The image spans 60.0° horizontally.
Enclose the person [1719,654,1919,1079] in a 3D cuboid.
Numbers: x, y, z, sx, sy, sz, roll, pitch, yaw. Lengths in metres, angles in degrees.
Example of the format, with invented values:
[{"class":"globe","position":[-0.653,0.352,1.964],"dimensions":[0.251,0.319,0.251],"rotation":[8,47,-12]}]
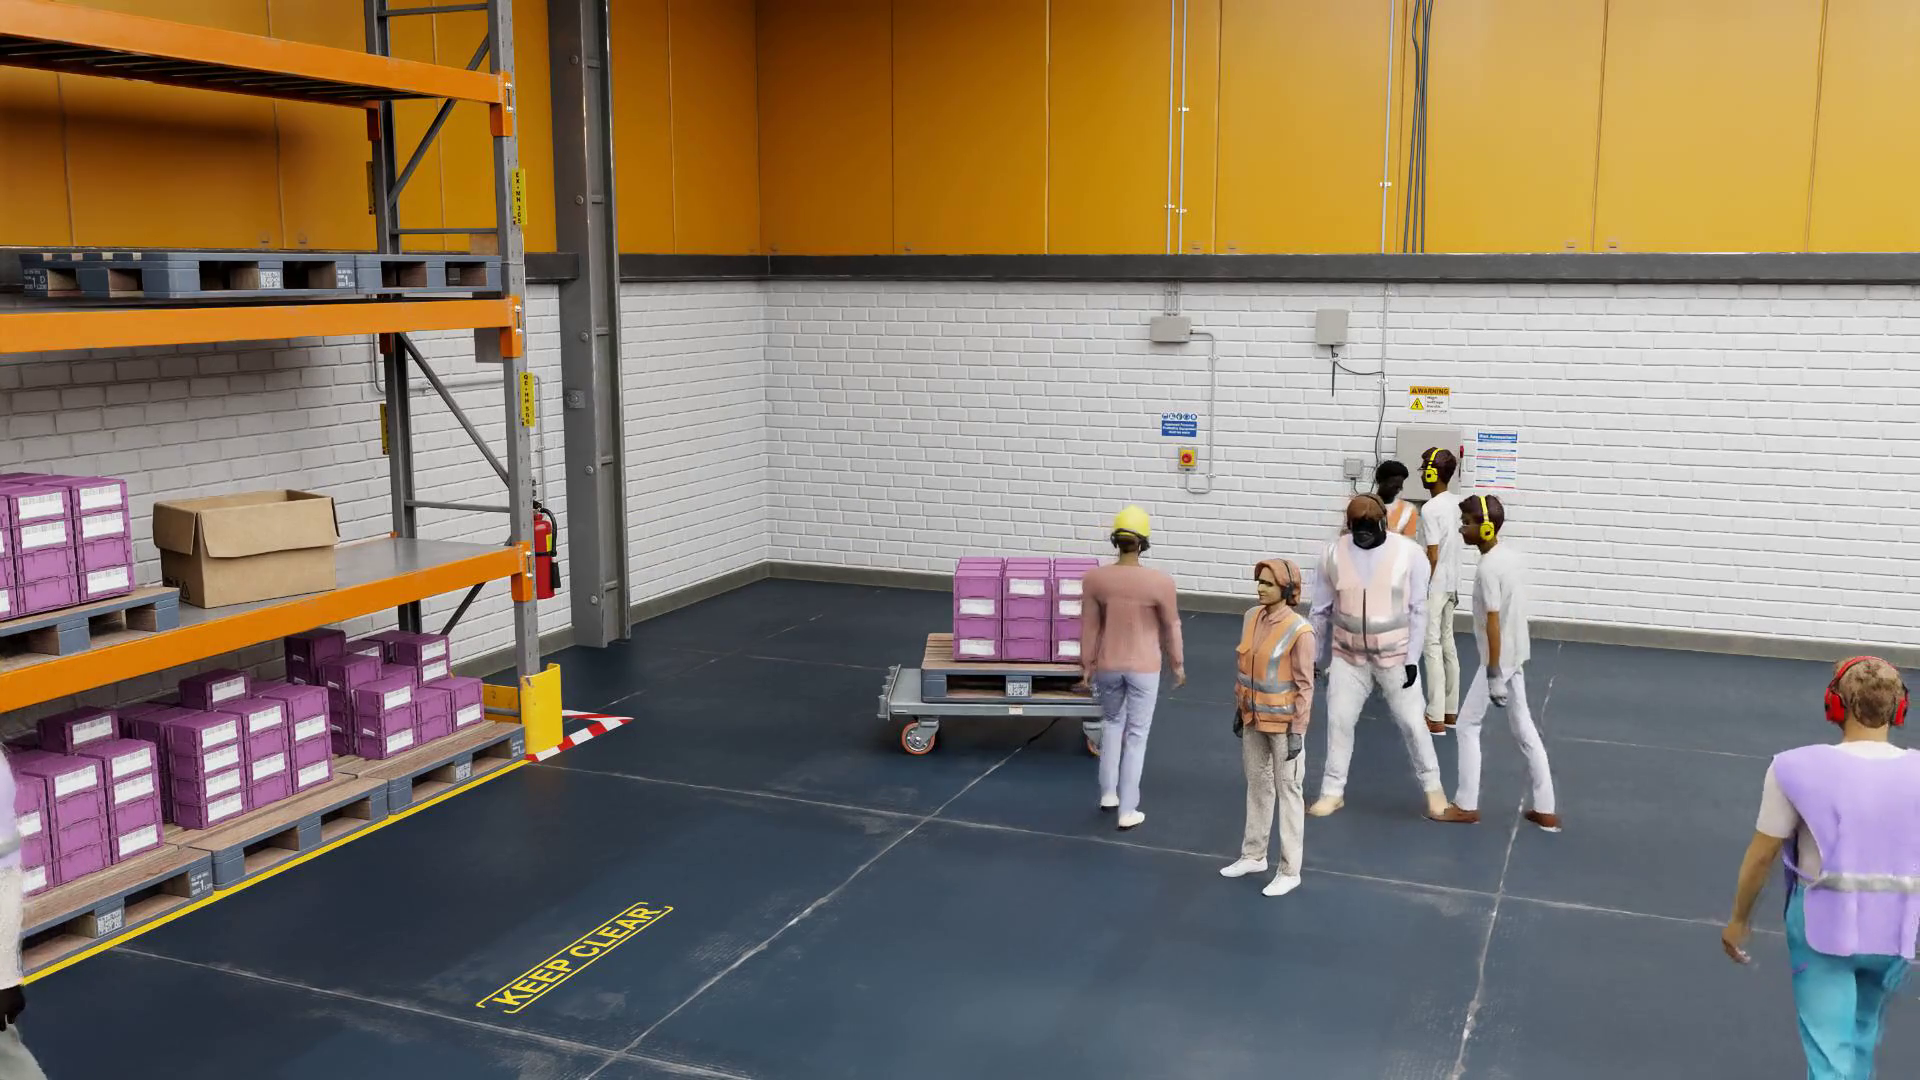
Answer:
[{"class":"person","position":[2.806,1.257,5.379],"dimensions":[0.595,1.809,0.866],"rotation":[0,9,1]}]

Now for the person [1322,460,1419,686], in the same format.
[{"class":"person","position":[2.989,0.234,11.977],"dimensions":[0.597,1.662,0.406],"rotation":[2,10,15]}]

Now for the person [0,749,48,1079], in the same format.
[{"class":"person","position":[-3.138,1.233,5.237],"dimensions":[0.619,1.938,0.482],"rotation":[6,11,34]}]

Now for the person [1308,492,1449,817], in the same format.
[{"class":"person","position":[2.313,0.636,9.136],"dimensions":[0.823,1.817,0.540],"rotation":[5,11,27]}]

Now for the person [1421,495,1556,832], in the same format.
[{"class":"person","position":[2.917,0.667,8.942],"dimensions":[0.688,1.826,0.529],"rotation":[6,11,34]}]

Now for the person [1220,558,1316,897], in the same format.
[{"class":"person","position":[1.514,0.893,8.075],"dimensions":[0.307,1.645,0.511],"rotation":[-5,11,-29]}]

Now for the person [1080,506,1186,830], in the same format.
[{"class":"person","position":[0.952,0.681,9.041],"dimensions":[0.535,1.753,0.534],"rotation":[5,10,26]}]

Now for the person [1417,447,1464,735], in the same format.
[{"class":"person","position":[3.089,0.332,10.795],"dimensions":[0.309,1.868,0.535],"rotation":[8,12,41]}]
